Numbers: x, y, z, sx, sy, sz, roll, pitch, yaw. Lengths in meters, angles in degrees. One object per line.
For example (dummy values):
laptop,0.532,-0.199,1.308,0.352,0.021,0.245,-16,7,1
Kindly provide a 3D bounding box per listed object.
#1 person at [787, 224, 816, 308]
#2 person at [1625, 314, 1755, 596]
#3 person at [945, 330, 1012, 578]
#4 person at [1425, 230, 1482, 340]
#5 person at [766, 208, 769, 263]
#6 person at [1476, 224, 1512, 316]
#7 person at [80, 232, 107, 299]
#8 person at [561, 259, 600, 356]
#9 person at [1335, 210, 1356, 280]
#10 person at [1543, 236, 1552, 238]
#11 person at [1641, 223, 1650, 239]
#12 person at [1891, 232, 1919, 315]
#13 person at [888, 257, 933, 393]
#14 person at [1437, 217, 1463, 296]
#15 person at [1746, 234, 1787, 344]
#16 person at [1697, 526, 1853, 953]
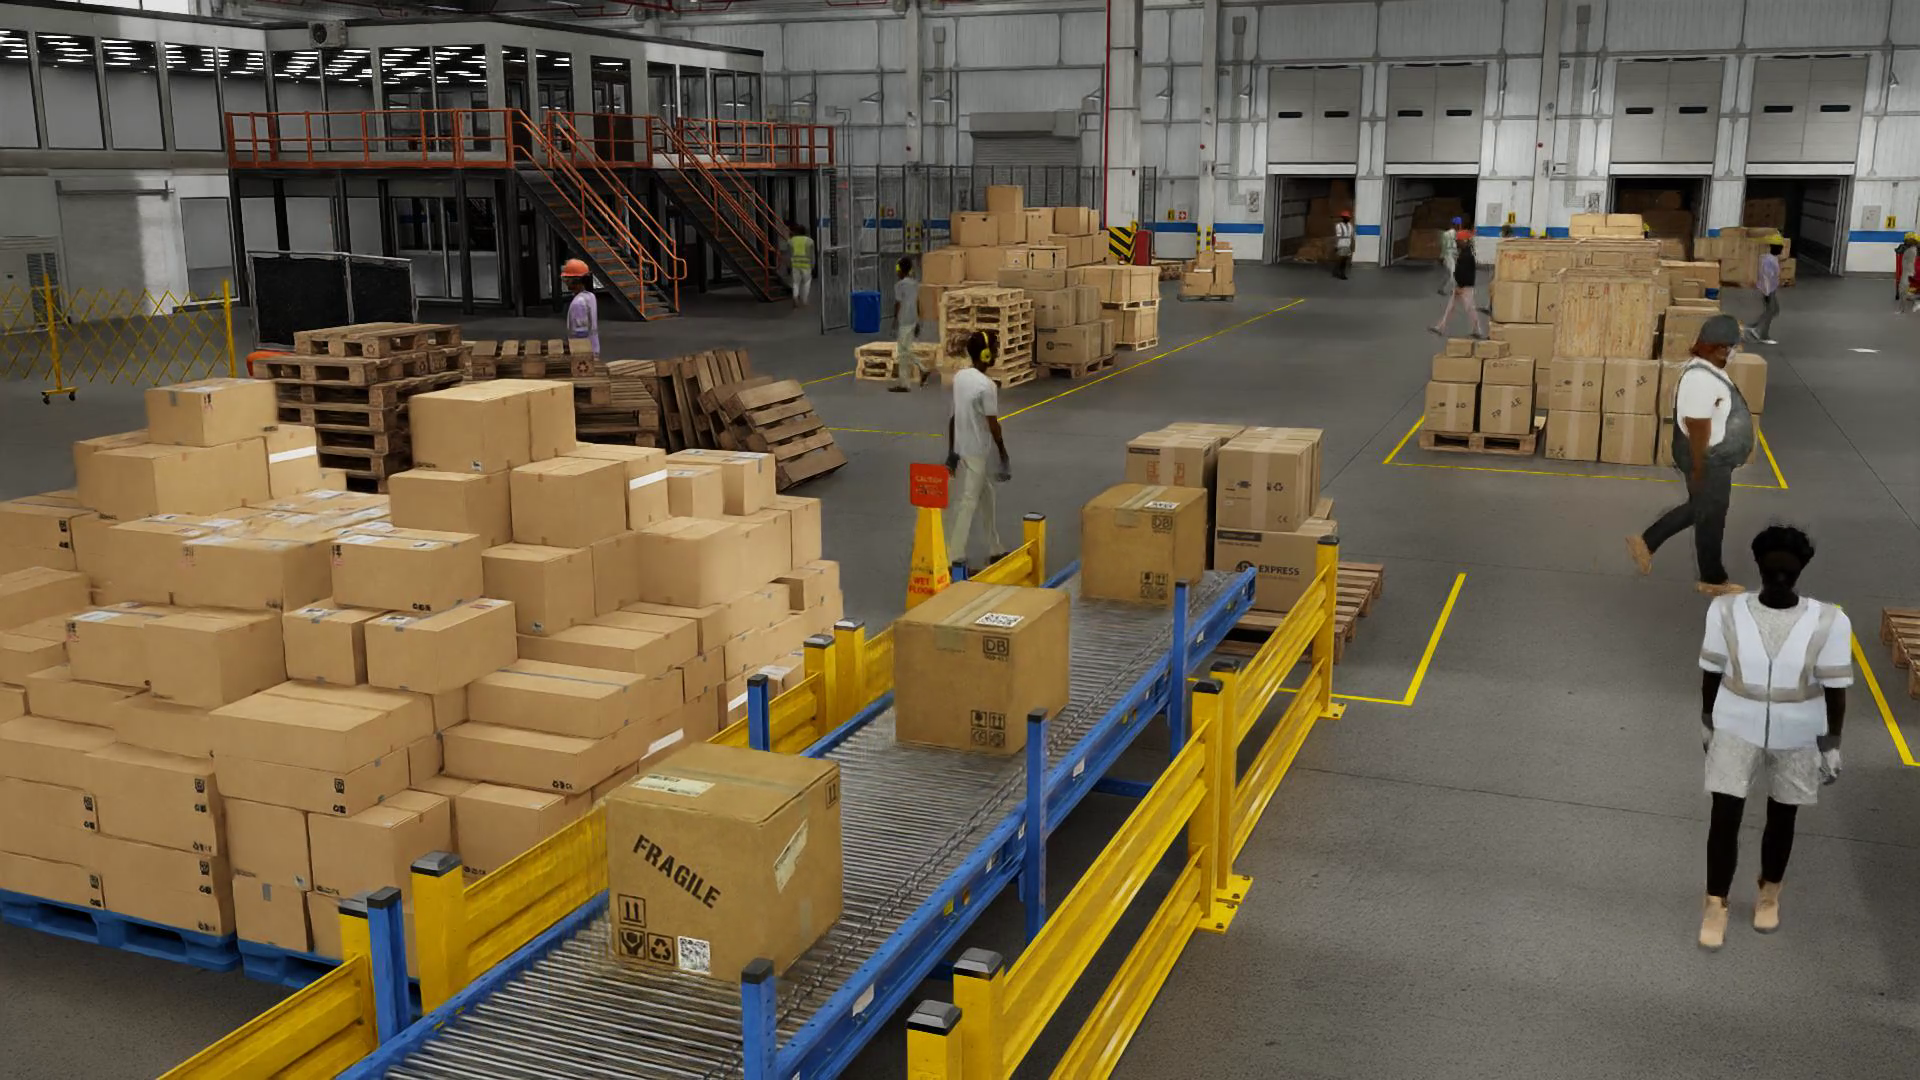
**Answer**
person,-3.468,-5.962,36.322,0.650,1.827,0.546,2,13,8
person,5.271,-0.625,11.889,0.759,2.000,0.687,5,14,22
person,0.215,-0.640,12.419,0.859,1.834,0.551,-7,14,-28
person,8.883,-4.551,29.707,1.036,1.936,0.650,2,13,9
person,-5.761,-8.822,48.756,0.379,1.996,0.611,4,13,17
person,11.146,-5.521,34.187,1.002,1.885,0.652,6,14,26
person,-19.037,-6.037,36.484,0.527,1.887,0.699,-4,13,-17
person,-4.150,-2.044,18.243,0.378,2.045,0.605,0,13,-1
person,10.624,-8.129,45.836,0.556,1.919,0.527,-8,15,-30
person,10.850,-4.724,30.822,0.972,1.788,0.647,-5,13,-21
person,14.477,-5.802,35.470,1.002,1.873,0.612,2,13,10
person,19.721,-5.533,34.609,0.413,1.726,0.498,3,13,14
person,-0.693,-2.907,22.572,0.526,1.846,0.551,6,14,26
person,11.790,-6.757,39.748,0.619,1.891,1.059,-6,14,-24
person,14.073,-4.358,28.927,0.455,1.908,0.604,8,15,33
person,3.114,0.780,6.425,0.549,1.672,0.717,7,14,27
